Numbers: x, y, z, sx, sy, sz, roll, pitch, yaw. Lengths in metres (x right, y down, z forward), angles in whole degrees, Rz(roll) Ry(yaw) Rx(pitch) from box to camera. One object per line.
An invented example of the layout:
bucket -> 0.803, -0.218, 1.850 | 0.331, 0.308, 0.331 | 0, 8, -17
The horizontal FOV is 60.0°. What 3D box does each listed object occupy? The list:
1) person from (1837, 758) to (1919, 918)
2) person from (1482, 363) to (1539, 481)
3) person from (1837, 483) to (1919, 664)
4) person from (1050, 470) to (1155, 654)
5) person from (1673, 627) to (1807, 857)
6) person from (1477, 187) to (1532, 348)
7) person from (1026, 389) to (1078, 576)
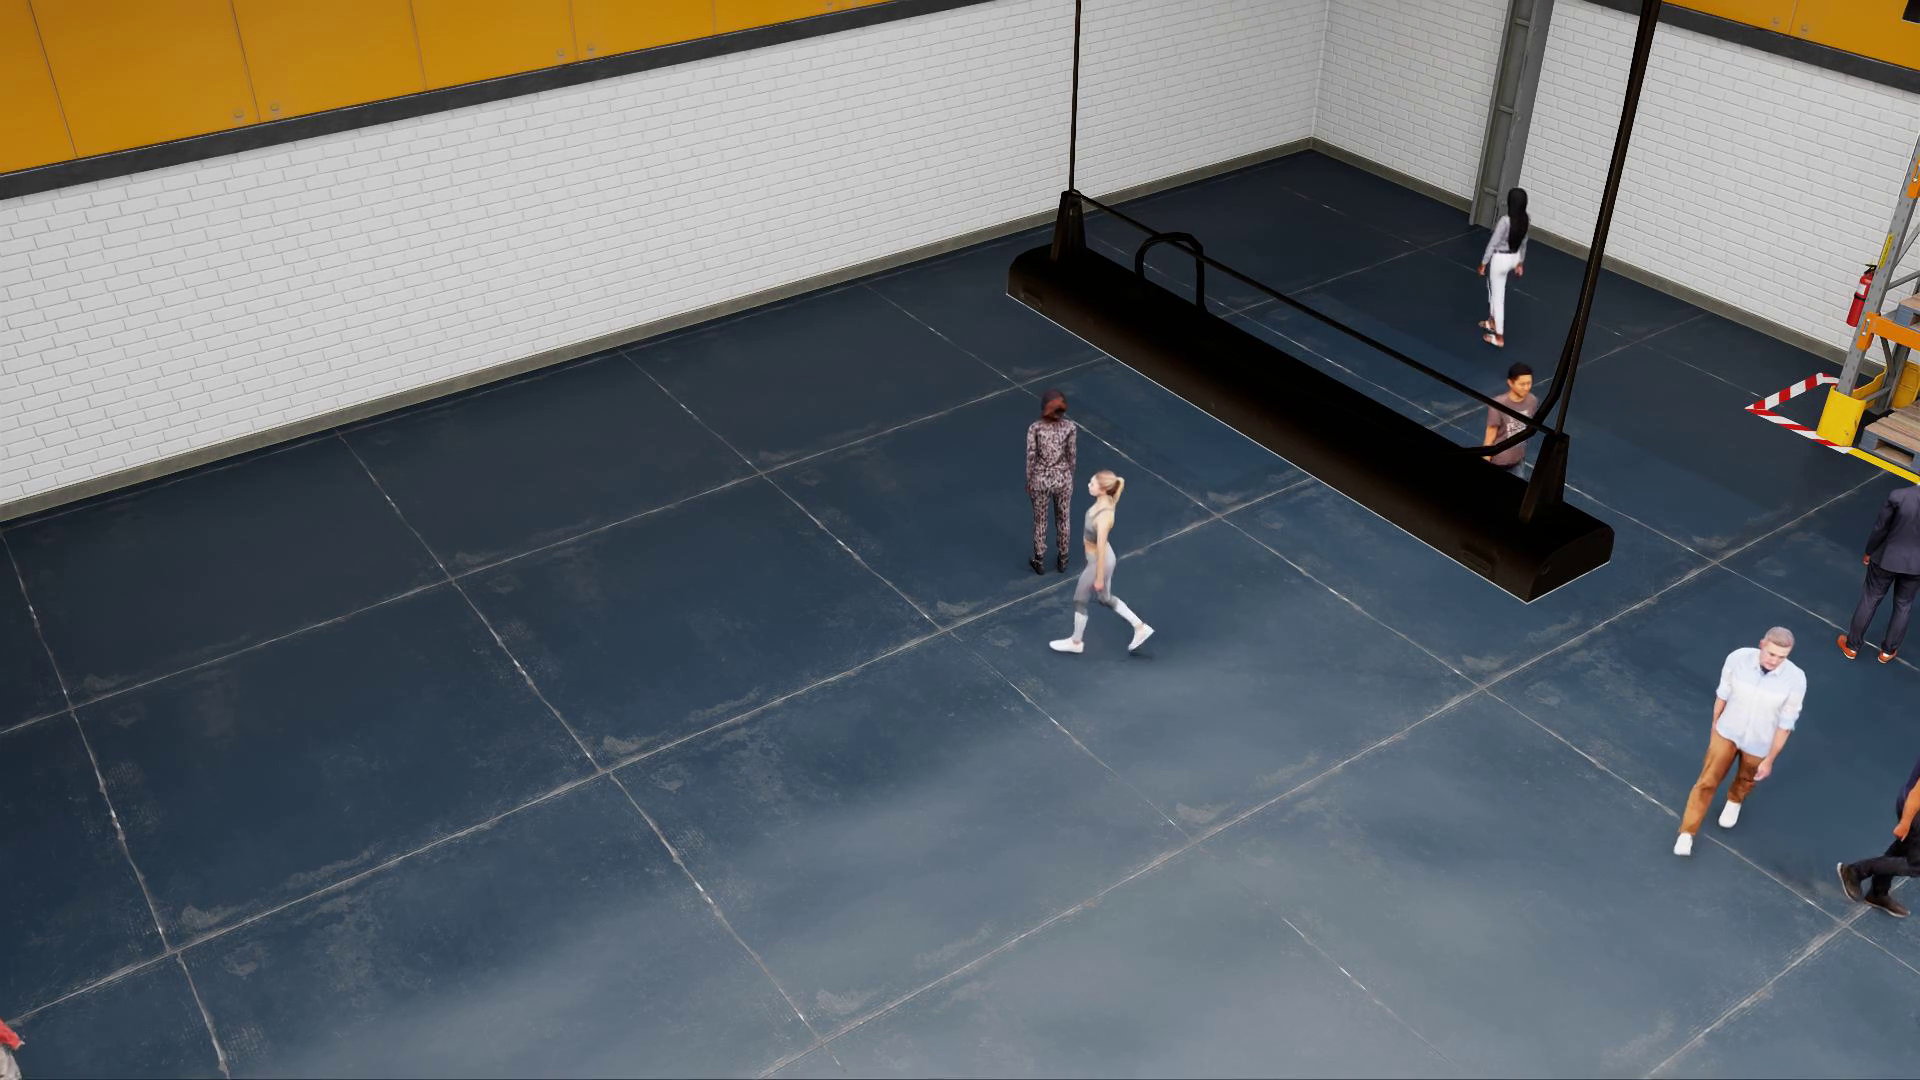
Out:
person -> 5.980, 1.654, 10.495 | 0.804, 1.781, 0.736 | 25, 41, 33
person -> 4.557, -0.748, 14.138 | 0.831, 1.749, 1.034 | -10, 35, -14
person -> 7.199, 0.155, 12.712 | 0.751, 1.824, 0.850 | 12, 35, 17
person -> 1.149, 0.206, 12.765 | 1.060, 1.680, 1.012 | 5, 34, 7
person -> 5.277, 1.266, 11.092 | 1.164, 1.766, 1.011 | 21, 39, 29
person -> 5.709, -2.810, 17.277 | 0.591, 1.709, 0.691 | -21, 39, -28
person -> 0.754, -0.480, 13.763 | 0.662, 1.718, 0.683 | -4, 34, -6
